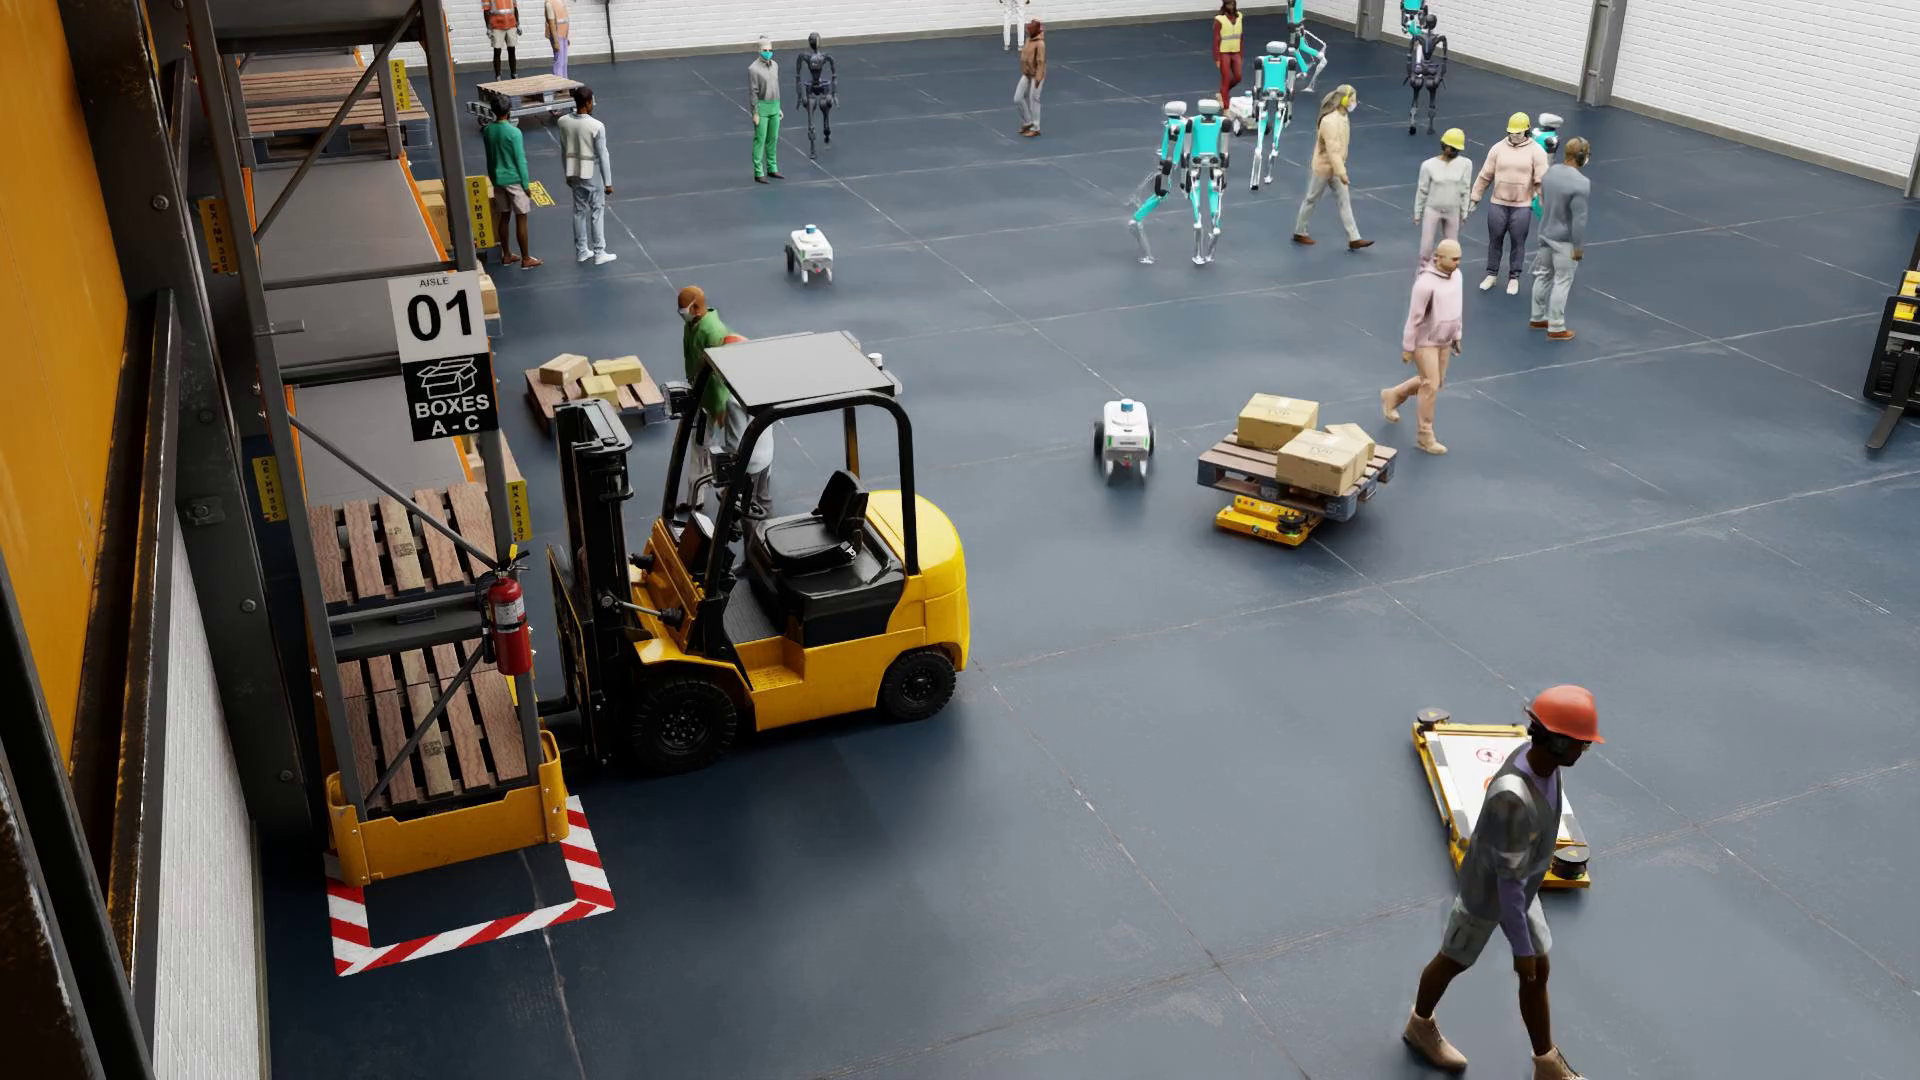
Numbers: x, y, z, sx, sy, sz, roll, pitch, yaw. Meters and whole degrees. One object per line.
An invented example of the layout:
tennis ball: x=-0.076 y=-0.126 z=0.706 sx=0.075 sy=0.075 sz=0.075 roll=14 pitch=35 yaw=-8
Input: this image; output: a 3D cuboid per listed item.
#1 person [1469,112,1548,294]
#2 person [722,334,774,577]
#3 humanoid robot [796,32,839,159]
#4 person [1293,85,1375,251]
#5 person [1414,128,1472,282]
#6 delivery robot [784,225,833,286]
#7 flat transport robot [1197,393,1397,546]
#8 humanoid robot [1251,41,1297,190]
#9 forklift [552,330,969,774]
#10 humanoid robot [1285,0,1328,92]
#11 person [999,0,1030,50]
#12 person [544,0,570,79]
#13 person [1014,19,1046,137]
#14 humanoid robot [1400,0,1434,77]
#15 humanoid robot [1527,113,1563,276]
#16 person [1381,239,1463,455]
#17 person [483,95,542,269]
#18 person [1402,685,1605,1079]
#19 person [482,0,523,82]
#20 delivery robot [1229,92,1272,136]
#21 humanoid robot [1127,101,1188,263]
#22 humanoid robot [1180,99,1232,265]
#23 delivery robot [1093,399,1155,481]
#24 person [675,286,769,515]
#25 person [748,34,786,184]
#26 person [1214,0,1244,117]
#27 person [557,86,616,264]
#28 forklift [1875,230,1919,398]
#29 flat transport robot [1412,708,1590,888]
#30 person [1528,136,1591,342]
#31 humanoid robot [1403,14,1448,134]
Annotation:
person: x=5.689 y=-3.488 z=17.162 sx=0.823 sy=1.853 sz=0.434 roll=14 pitch=30 yaw=26
person: x=-1.480 y=-0.587 z=11.518 sx=0.351 sy=1.739 sz=0.572 roll=8 pitch=28 yaw=15
humanoid robot: x=-1.916 y=-6.015 z=22.445 sx=0.590 sy=1.655 sz=0.737 roll=1 pitch=27 yaw=2
person: x=4.189 y=-4.115 z=18.442 sx=1.008 sy=1.809 sz=0.534 roll=20 pitch=33 yaw=35
person: x=4.916 y=-3.366 z=17.034 sx=0.547 sy=1.741 sz=0.629 roll=3 pitch=27 yaw=5
delivery robot: x=-1.593 y=-3.069 z=17.791 sx=0.499 sy=0.609 sz=0.794 roll=-7 pitch=27 yaw=-13
flat transport robot: x=2.559 y=-0.368 z=12.719 sx=0.659 sy=0.231 sz=1.431 roll=17 pitch=31 yaw=30
humanoid robot: x=3.874 y=-5.253 z=20.897 sx=0.544 sy=1.855 sz=0.854 roll=8 pitch=28 yaw=16
forklift: x=-1.094 y=0.010 z=9.831 sx=2.313 sy=2.155 sz=1.214 roll=-10 pitch=28 yaw=-20
humanoid robot: x=5.311 y=-7.684 z=25.617 sx=0.975 sy=1.733 sz=0.548 roll=12 pitch=29 yaw=23
person: x=0.958 y=-9.590 z=29.268 sx=0.571 sy=1.882 sz=0.356 roll=6 pitch=27 yaw=12
person: x=-6.160 y=-7.695 z=25.534 sx=0.390 sy=1.850 sz=0.566 roll=2 pitch=27 yaw=4
person: x=0.988 y=-6.479 z=23.349 sx=0.447 sy=1.624 sz=0.487 roll=-17 pitch=31 yaw=-30
humanoid robot: x=7.483 y=-8.385 z=27.063 sx=0.771 sy=1.801 sz=0.551 roll=-19 pitch=32 yaw=-32
humanoid robot: x=6.279 y=-3.562 z=17.491 sx=0.737 sy=1.836 sz=0.530 roll=-2 pitch=27 yaw=-5
person: x=3.792 y=-1.634 z=13.584 sx=0.536 sy=1.752 sz=0.746 roll=-20 pitch=33 yaw=-34
person: x=-4.856 y=-3.833 z=17.866 sx=0.501 sy=1.843 sz=0.395 roll=12 pitch=29 yaw=23
person: x=2.411 y=1.541 z=7.005 sx=1.000 sy=1.982 sz=0.664 roll=20 pitch=33 yaw=35
person: x=-7.220 y=-8.138 z=26.288 sx=0.605 sy=1.965 sz=0.373 roll=-19 pitch=32 yaw=-33
delivery robot: x=4.121 y=-6.120 z=23.834 sx=0.499 sy=0.587 sz=0.774 roll=-5 pitch=27 yaw=-10
humanoid robot: x=2.065 y=-3.842 z=18.015 sx=0.704 sy=1.803 sz=0.549 roll=5 pitch=27 yaw=10
humanoid robot: x=2.660 y=-3.776 z=17.878 sx=0.533 sy=1.782 sz=0.757 roll=-2 pitch=27 yaw=-4
delivery robot: x=1.329 y=-0.839 z=13.343 sx=0.499 sy=0.599 sz=0.797 roll=1 pitch=27 yaw=2
person: x=-1.833 y=-1.071 z=12.502 sx=0.925 sy=1.731 sz=0.599 roll=-21 pitch=34 yaw=-36
person: x=-2.461 y=-5.489 z=21.151 sx=0.332 sy=1.845 sz=0.515 roll=19 pitch=32 yaw=33
person: x=3.976 y=-7.173 z=24.593 sx=0.492 sy=1.755 sz=0.589 roll=-11 pitch=29 yaw=-21
person: x=-4.036 y=-3.931 z=17.986 sx=0.598 sy=1.909 sz=0.400 roll=11 pitch=29 yaw=21
forklift: x=9.029 y=-2.397 z=14.618 sx=1.214 sy=2.155 sz=2.313 roll=18 pitch=32 yaw=32
flat transport robot: x=2.962 y=1.407 z=9.190 sx=0.659 sy=0.231 sz=1.431 roll=2 pitch=27 yaw=3
person: x=5.728 y=-2.872 z=15.849 sx=0.433 sy=1.927 sz=0.651 roll=-8 pitch=28 yaw=-16
humanoid robot: x=6.565 y=-6.561 z=23.491 sx=0.599 sy=1.662 sz=0.449 roll=10 pitch=28 yaw=19
